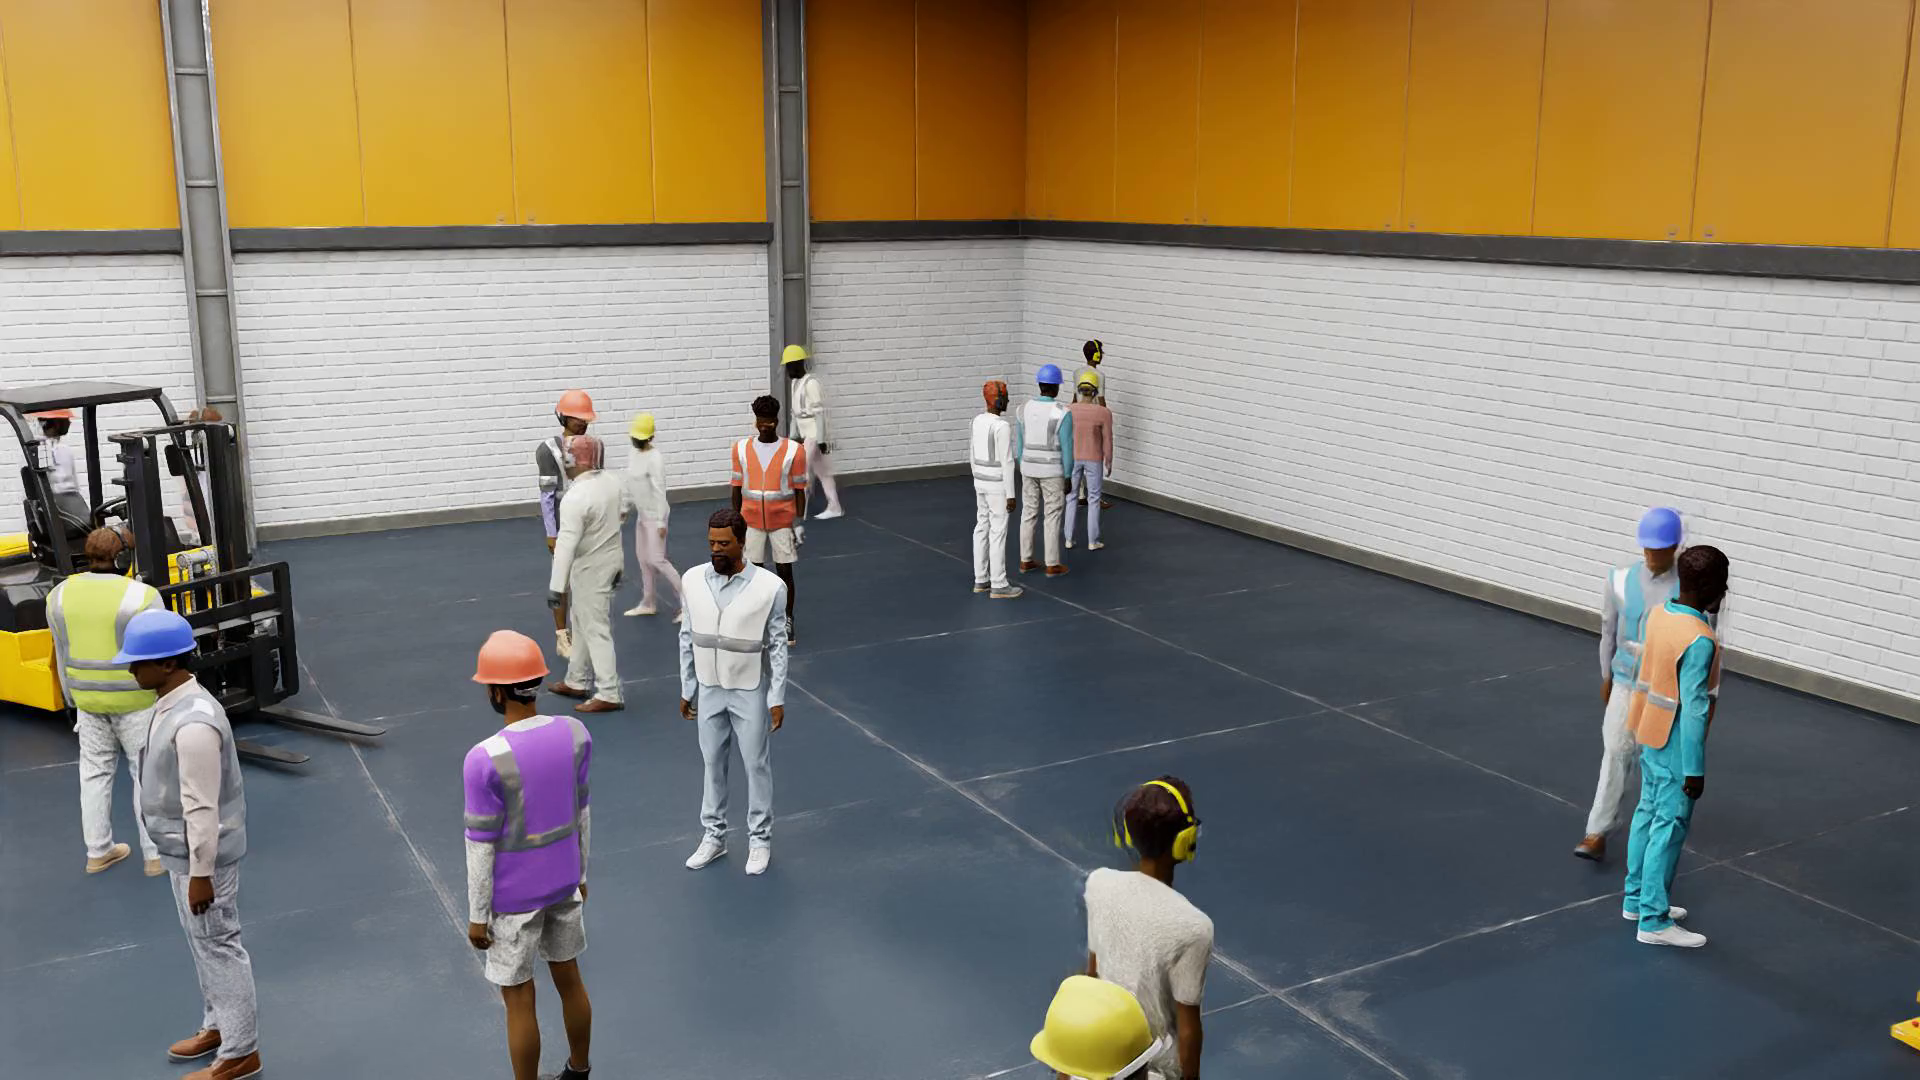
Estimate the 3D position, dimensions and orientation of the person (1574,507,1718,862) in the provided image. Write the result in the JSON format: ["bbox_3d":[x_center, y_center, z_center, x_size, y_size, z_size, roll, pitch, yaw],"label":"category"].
[{"bbox_3d":[3.650,0.758,8.781,0.625,1.893,1.011,9,15,37],"label":"person"}]

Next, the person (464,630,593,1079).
[{"bbox_3d":[-1.622,1.281,6.227,0.389,1.930,0.544,9,15,35],"label":"person"}]

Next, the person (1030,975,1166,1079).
[{"bbox_3d":[0.326,1.850,3.797,0.404,1.826,0.587,3,12,13],"label":"person"}]

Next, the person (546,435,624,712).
[{"bbox_3d":[-2.636,0.229,11.258,0.710,1.885,0.690,2,12,9],"label":"person"}]

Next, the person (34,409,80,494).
[{"bbox_3d":[-7.033,-0.175,13.037,0.555,1.926,0.412,9,15,38],"label":"person"}]

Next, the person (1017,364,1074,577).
[{"bbox_3d":[0.788,-0.631,15.173,0.602,1.939,0.418,9,15,36],"label":"person"}]

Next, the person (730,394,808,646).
[{"bbox_3d":[-1.480,-0.150,12.852,0.603,1.961,0.366,1,12,5],"label":"person"}]

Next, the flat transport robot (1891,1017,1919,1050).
[{"bbox_3d":[4.639,1.974,6.886,1.431,0.197,0.652,-6,13,-25],"label":"flat transport robot"}]

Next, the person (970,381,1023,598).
[{"bbox_3d":[0.301,-0.438,14.391,0.352,1.883,0.576,-7,14,-31],"label":"person"}]

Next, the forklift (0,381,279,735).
[{"bbox_3d":[-5.853,0.085,11.199,2.313,2.155,1.214,7,14,28],"label":"forklift"}]

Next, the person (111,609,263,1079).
[{"bbox_3d":[-3.024,1.208,6.544,0.418,1.939,0.611,-8,14,-33],"label":"person"}]

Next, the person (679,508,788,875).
[{"bbox_3d":[-1.172,0.774,8.622,0.587,1.920,0.392,3,12,15],"label":"person"}]

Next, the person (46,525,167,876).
[{"bbox_3d":[-4.329,0.828,8.593,0.631,1.833,0.429,1,12,6],"label":"person"}]

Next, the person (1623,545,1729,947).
[{"bbox_3d":[3.343,0.955,7.803,0.392,1.911,0.587,1,12,5],"label":"person"}]

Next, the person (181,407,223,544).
[{"bbox_3d":[-5.863,-0.132,13.073,0.429,1.846,0.633,-6,14,-27],"label":"person"}]

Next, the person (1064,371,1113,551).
[{"bbox_3d":[1.236,-0.769,16.245,0.531,1.755,0.343,4,13,16],"label":"person"}]

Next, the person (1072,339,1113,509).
[{"bbox_3d":[1.453,-1.272,18.327,0.328,1.872,0.514,-10,15,-39],"label":"person"}]

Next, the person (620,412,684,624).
[{"bbox_3d":[-2.510,-0.200,13.625,0.458,1.746,0.675,-7,14,-29],"label":"person"}]

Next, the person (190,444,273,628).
[{"bbox_3d":[-5.811,-0.062,13.015,0.484,1.712,0.733,10,16,40],"label":"person"}]

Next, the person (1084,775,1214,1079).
[{"bbox_3d":[0.583,1.587,5.041,0.887,1.829,0.552,-11,16,-41],"label":"person"}]

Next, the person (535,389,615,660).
[{"bbox_3d":[-2.876,-0.124,12.543,0.377,2.041,0.607,8,15,34],"label":"person"}]

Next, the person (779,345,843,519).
[{"bbox_3d":[-1.645,-1.117,17.585,0.859,1.876,0.602,-4,13,-18],"label":"person"}]
